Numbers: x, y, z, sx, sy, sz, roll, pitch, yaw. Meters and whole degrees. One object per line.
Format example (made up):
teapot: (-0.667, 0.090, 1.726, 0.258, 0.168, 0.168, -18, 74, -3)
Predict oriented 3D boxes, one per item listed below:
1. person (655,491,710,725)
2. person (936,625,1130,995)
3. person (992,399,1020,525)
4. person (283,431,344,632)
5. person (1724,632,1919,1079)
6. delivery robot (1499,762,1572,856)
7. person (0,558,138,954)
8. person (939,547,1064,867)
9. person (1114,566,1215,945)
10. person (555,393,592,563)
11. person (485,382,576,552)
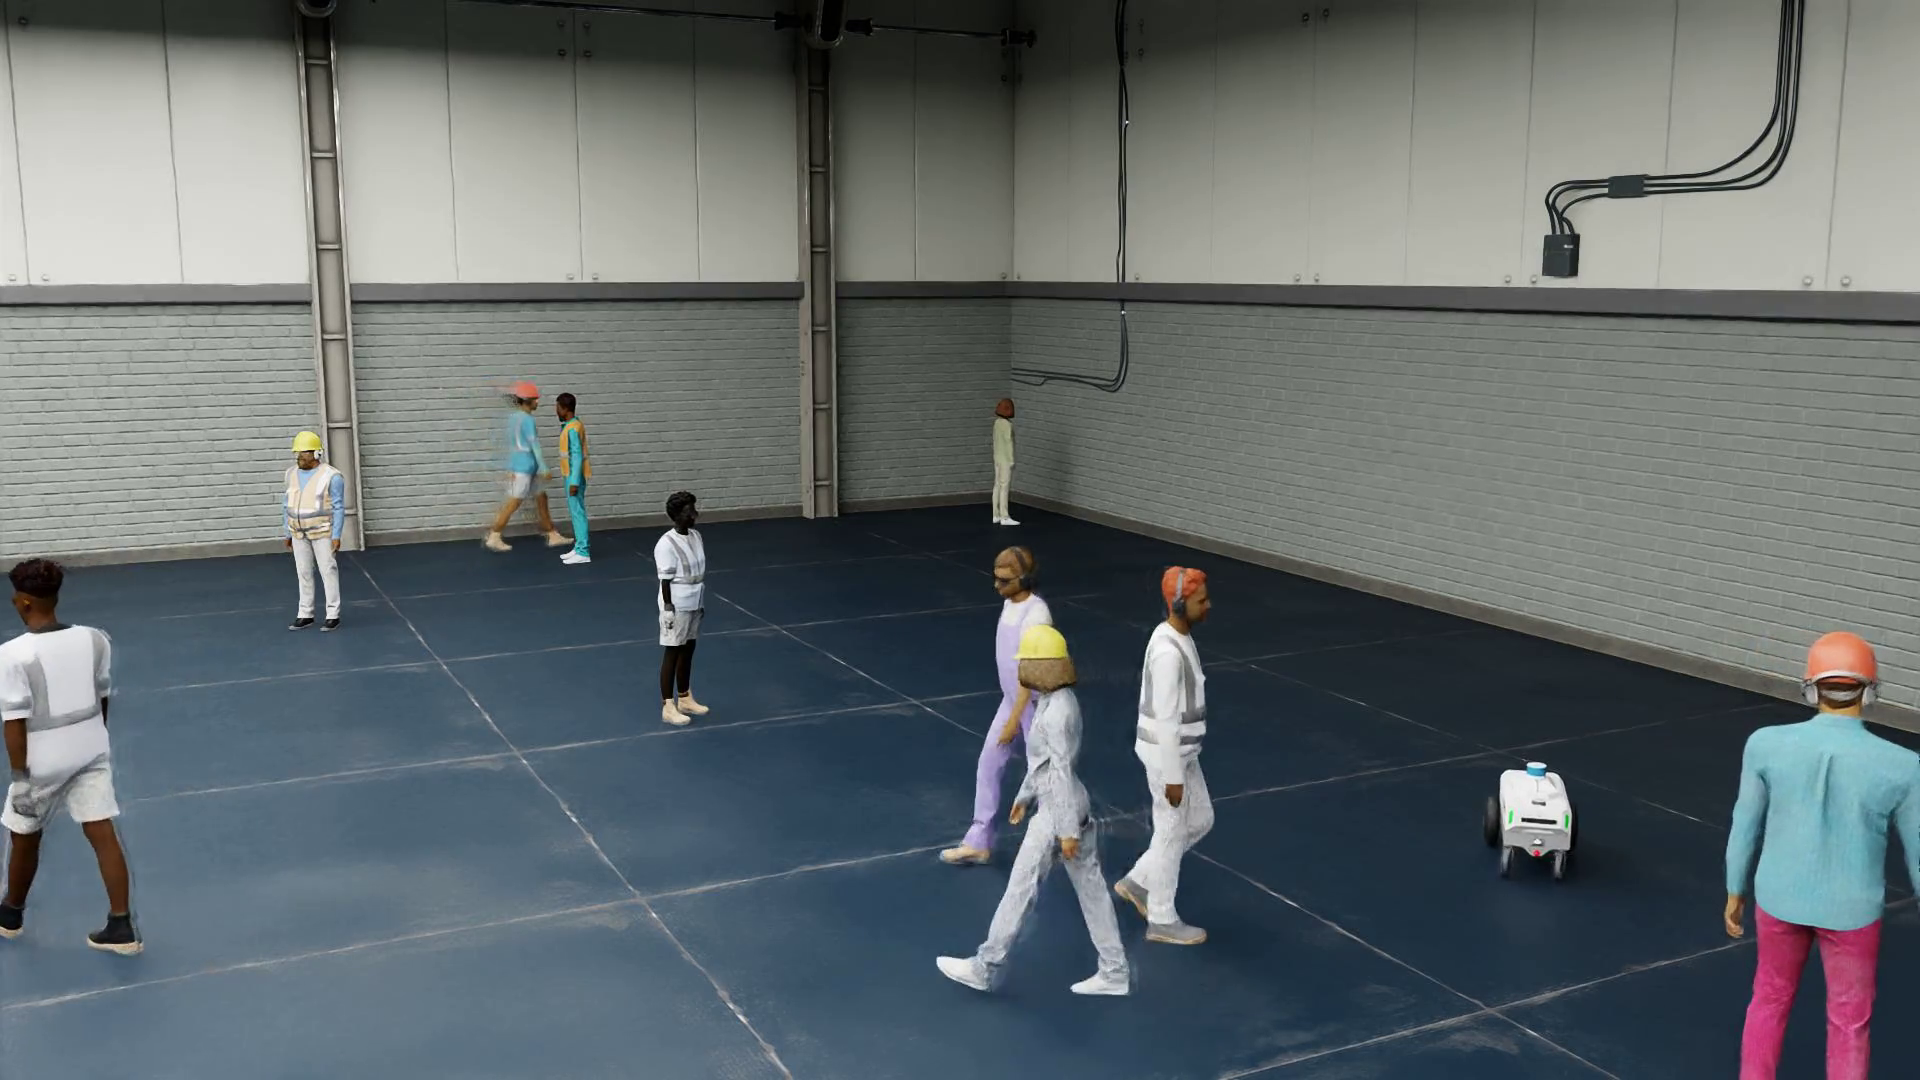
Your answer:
person: (-2.018, 0.482, 12.113, 0.317, 1.695, 0.540, 3, 10, 19)
person: (0.362, 1.229, 7.504, 0.897, 1.690, 0.498, 2, 9, 11)
person: (0.582, -1.014, 21.521, 0.281, 1.634, 0.498, -4, 10, -21)
person: (-5.897, -0.077, 15.144, 0.590, 1.833, 0.404, 2, 9, 12)
person: (3.178, 1.323, 6.060, 0.708, 1.981, 0.432, 7, 12, 37)
delivery robot: (3.181, 1.476, 9.209, 0.477, 0.478, 0.707, 2, 10, 15)
person: (-4.407, 1.034, 8.039, 0.998, 1.910, 0.621, 5, 10, 27)
person: (0.247, 0.935, 8.990, 0.800, 1.805, 0.510, -4, 10, -24)
person: (1.045, 1.049, 8.074, 0.425, 1.871, 0.602, 2, 9, 12)
person: (-4.330, -0.697, 18.702, 0.373, 1.917, 0.595, -3, 10, -16)
person: (-5.106, -0.853, 19.475, 1.066, 1.994, 0.618, -4, 10, -23)
